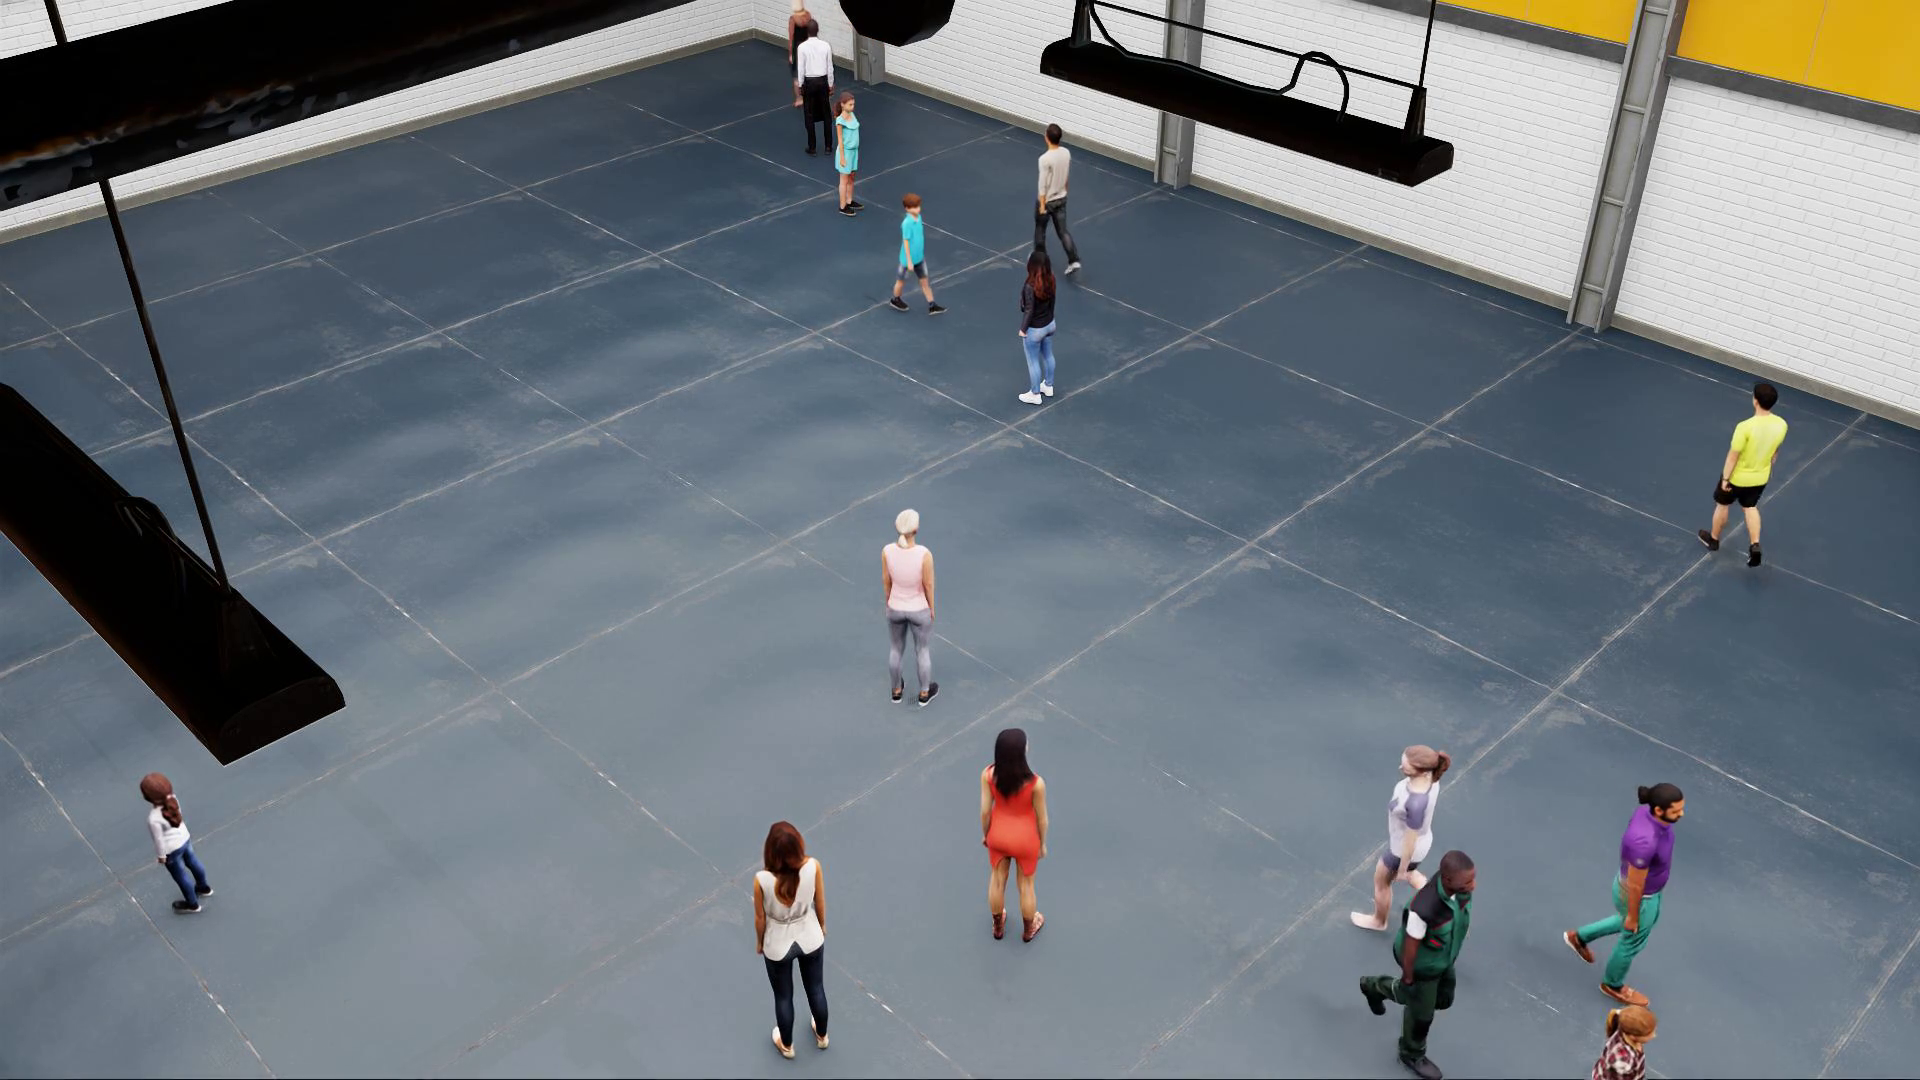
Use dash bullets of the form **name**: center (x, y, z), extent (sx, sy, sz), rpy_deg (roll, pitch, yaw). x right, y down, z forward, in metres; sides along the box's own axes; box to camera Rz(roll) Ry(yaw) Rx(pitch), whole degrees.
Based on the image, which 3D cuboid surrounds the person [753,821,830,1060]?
- **person**: center (-0.984, 2.389, 9.862), extent (0.653, 1.782, 0.658), rpy_deg (-11, 35, -15)

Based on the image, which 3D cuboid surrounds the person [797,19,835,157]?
- **person**: center (-1.973, -6.172, 22.694), extent (0.720, 1.835, 0.710), rpy_deg (-8, 35, -12)

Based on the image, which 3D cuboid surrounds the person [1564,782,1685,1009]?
- **person**: center (4.103, 2.134, 10.265), extent (0.908, 1.760, 0.770), rpy_deg (17, 37, 24)

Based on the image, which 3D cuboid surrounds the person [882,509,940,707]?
- **person**: center (-0.394, 0.520, 12.726), extent (0.596, 1.725, 0.693), rpy_deg (7, 34, 10)

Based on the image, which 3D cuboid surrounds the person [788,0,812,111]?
- **person**: center (-2.249, -7.058, 24.122), extent (0.854, 1.730, 0.593), rpy_deg (28, 43, 36)

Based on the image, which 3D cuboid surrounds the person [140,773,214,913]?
- **person**: center (-5.222, 1.997, 11.057), extent (0.579, 1.112, 0.523), rpy_deg (2, 34, 3)

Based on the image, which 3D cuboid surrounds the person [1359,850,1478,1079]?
- **person**: center (2.679, 2.415, 9.788), extent (0.883, 1.821, 0.702), rpy_deg (26, 41, 33)

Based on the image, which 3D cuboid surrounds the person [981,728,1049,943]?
- **person**: center (0.340, 1.906, 10.646), extent (0.625, 1.718, 0.727), rpy_deg (8, 34, 12)

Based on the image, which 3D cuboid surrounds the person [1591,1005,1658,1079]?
- **person**: center (3.582, 3.060, 9.311), extent (0.962, 1.274, 0.716), rpy_deg (16, 37, 22)

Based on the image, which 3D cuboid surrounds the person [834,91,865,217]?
- **person**: center (-1.426, -4.907, 21.040), extent (0.643, 1.558, 0.621), rpy_deg (15, 36, 21)

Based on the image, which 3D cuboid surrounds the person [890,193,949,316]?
- **person**: center (-0.596, -3.190, 18.593), extent (0.995, 1.409, 0.650), rpy_deg (21, 39, 28)

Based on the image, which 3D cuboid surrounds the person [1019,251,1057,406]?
- **person**: center (0.795, -2.165, 16.848), extent (0.551, 1.633, 0.634), rpy_deg (27, 42, 34)

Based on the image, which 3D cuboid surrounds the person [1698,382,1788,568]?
- **person**: center (6.846, -0.544, 14.358), extent (0.970, 1.689, 1.050), rpy_deg (-2, 34, -4)

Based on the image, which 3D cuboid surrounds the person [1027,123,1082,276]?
- **person**: center (1.150, -3.938, 19.380), extent (0.775, 1.784, 1.163), rpy_deg (-22, 39, -29)

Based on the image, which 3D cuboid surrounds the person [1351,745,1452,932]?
- **person**: center (2.911, 1.977, 10.531), extent (1.007, 1.728, 0.751), rpy_deg (22, 39, 29)
